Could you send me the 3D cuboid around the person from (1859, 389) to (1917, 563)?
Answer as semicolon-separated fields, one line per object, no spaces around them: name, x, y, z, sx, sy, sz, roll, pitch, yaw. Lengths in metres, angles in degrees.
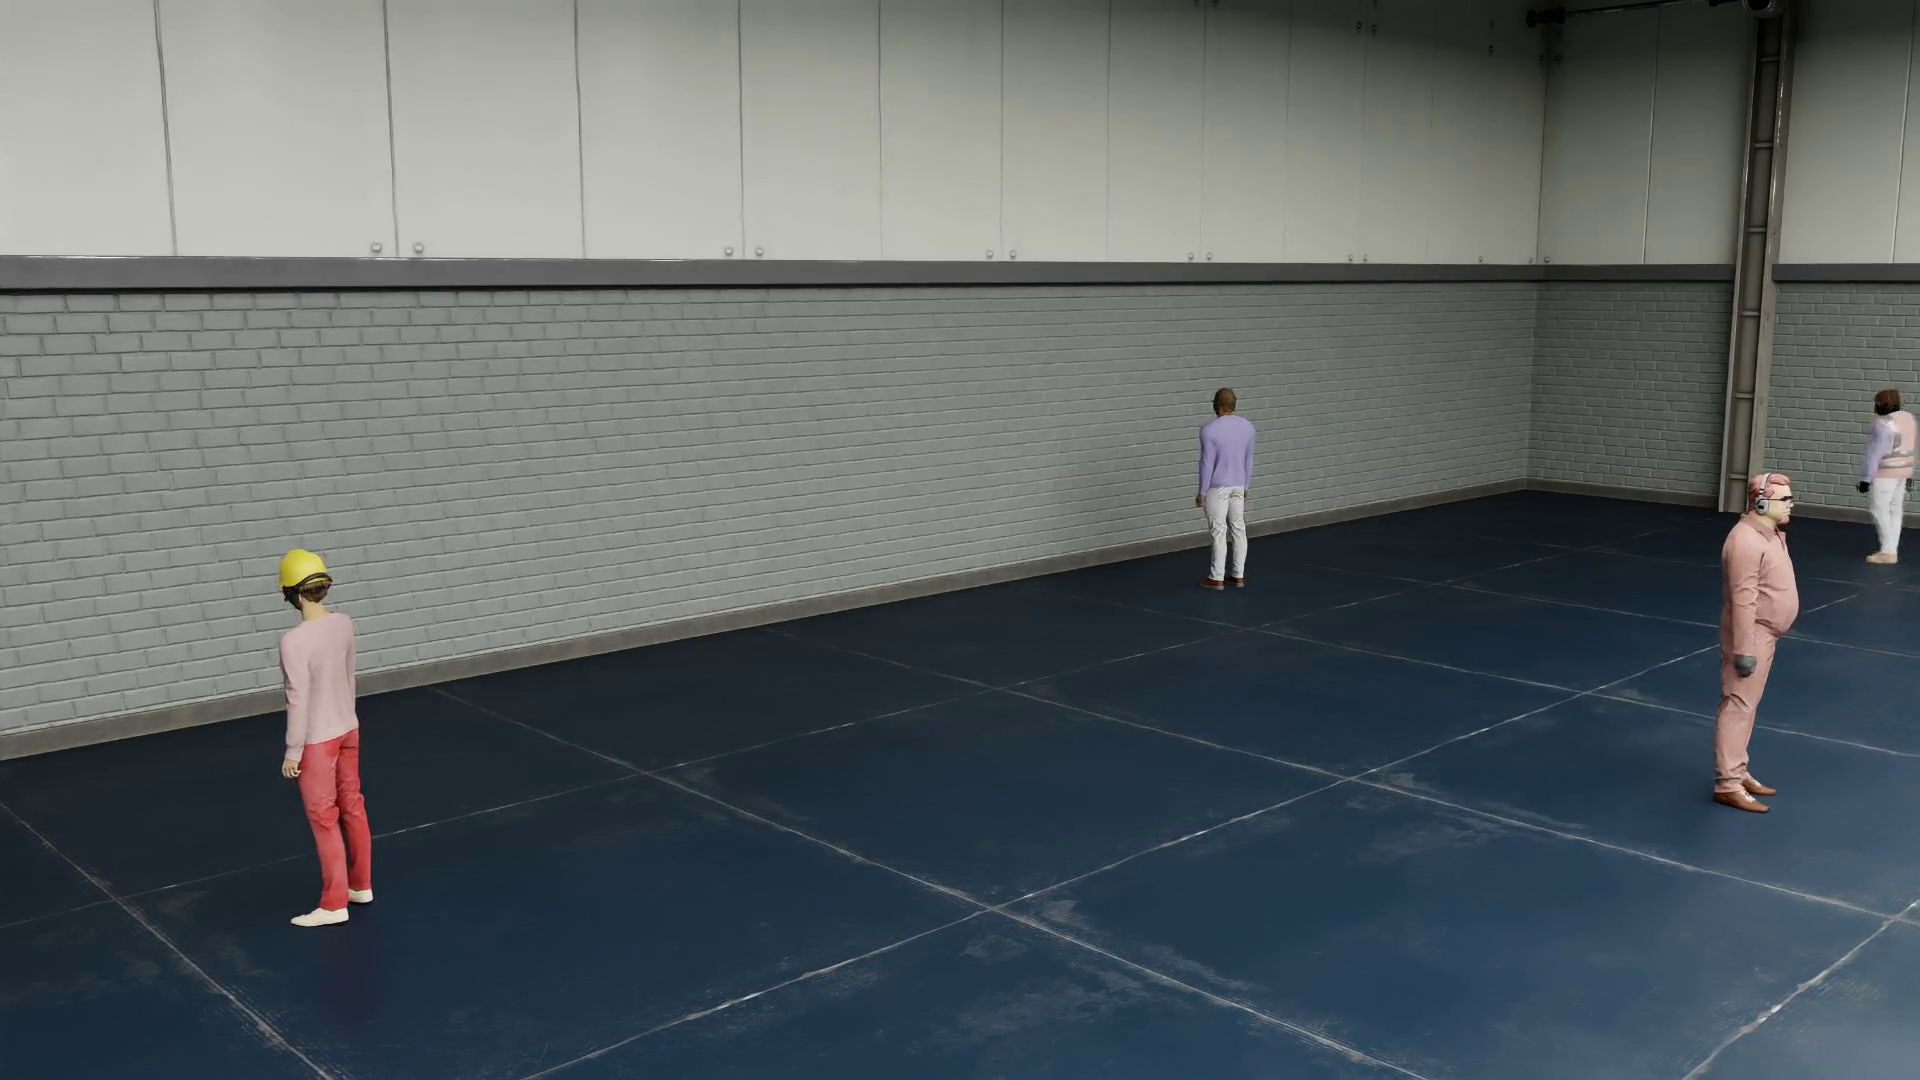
person;9.744;-0.663;17.448;0.689;1.821;0.443;-6;11;-32

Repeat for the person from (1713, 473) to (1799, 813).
person;4.535;0.567;9.465;0.400;1.910;0.643;6;11;34

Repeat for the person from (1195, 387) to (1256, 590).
person;2.529;-0.491;15.930;0.627;1.940;0.370;-5;11;-29

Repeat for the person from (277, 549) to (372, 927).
person;-2.989;0.917;7.739;0.330;1.764;0.528;2;9;11
